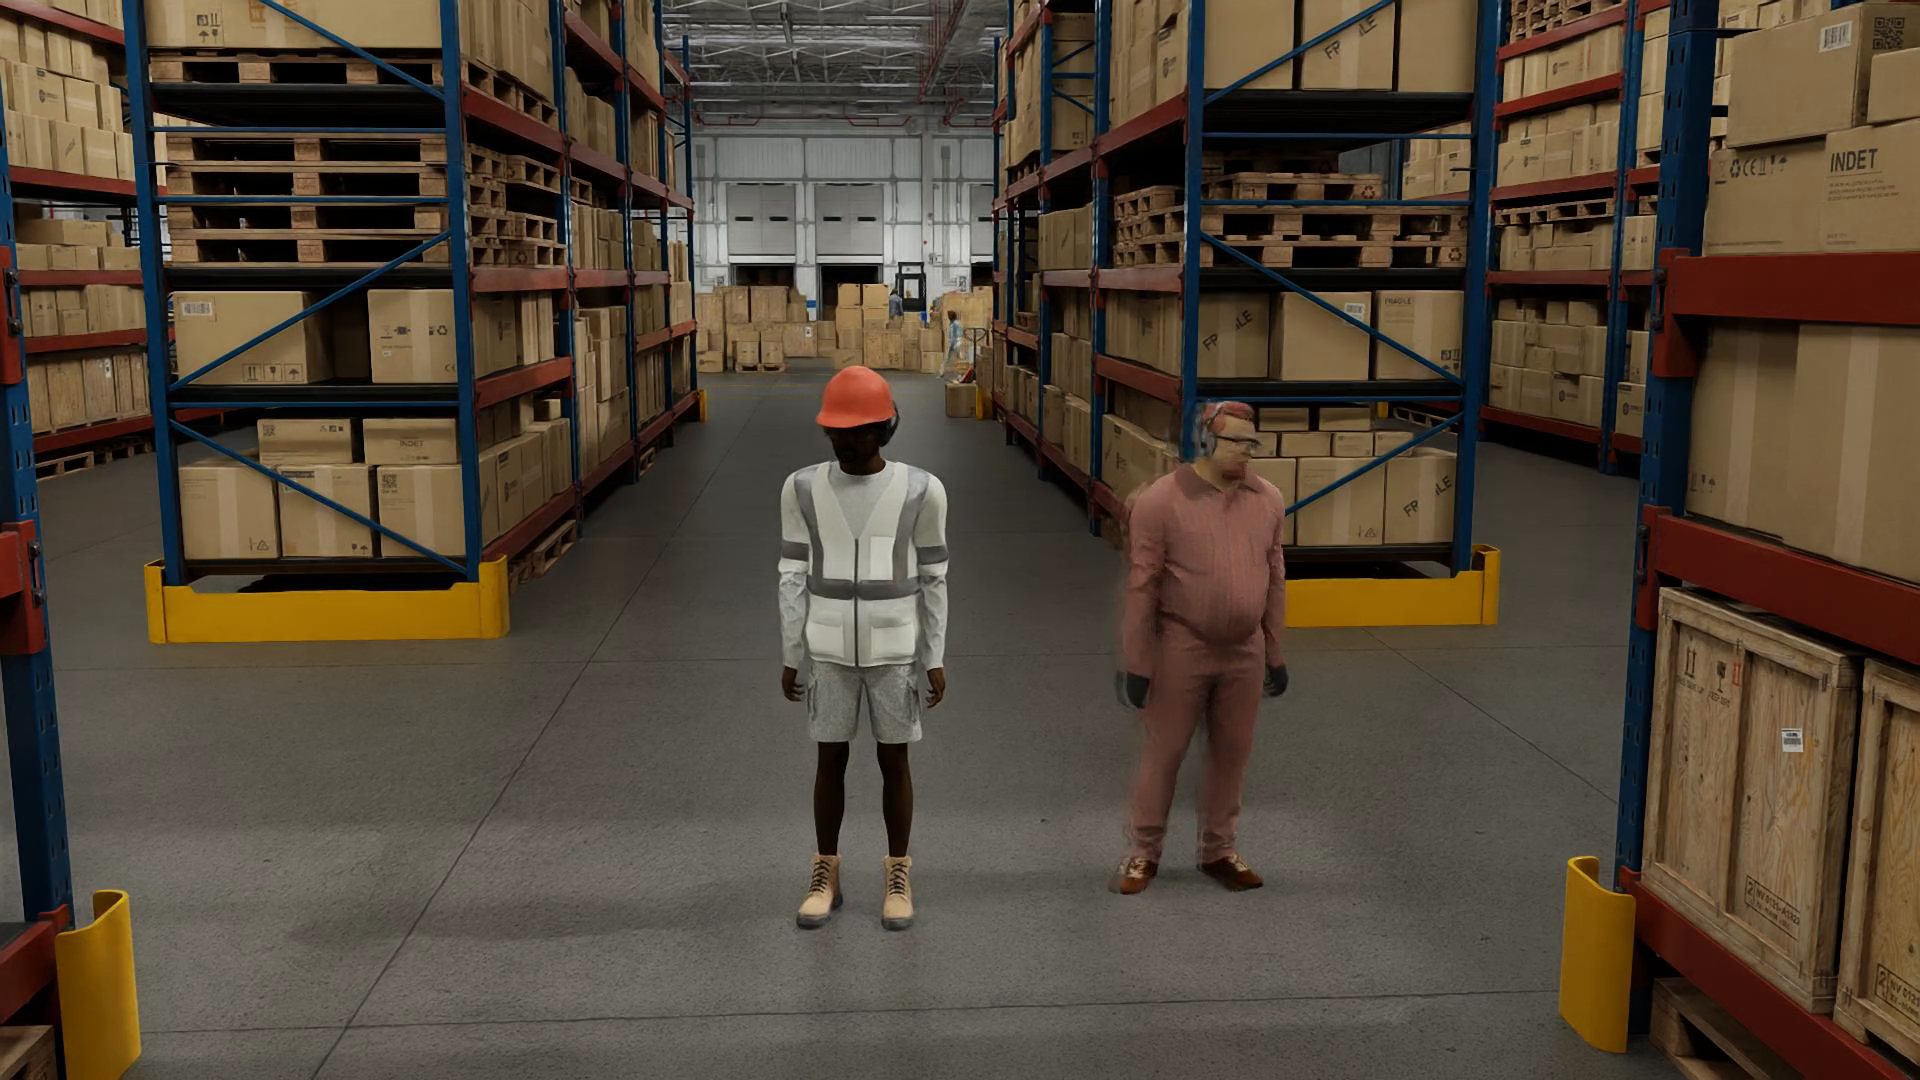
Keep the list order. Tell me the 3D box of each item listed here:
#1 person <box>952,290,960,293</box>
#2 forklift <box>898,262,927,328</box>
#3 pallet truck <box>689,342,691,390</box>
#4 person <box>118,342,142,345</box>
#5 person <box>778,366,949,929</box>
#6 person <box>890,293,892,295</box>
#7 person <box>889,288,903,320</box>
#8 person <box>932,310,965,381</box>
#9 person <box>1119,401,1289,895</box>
[{"bbox_3d":[-0.199,-6.703,50.936,0.543,1.914,0.559,-1,9,-6],"label":"person"},{"bbox_3d":[-1.708,-8.380,58.448,1.129,2.768,1.873,-1,9,-4],"label":"forklift"},{"bbox_3d":[-5.225,-3.008,27.480,1.885,1.965,0.823,2,9,14],"label":"pallet truck"},{"bbox_3d":[-13.930,-2.995,27.897,0.586,1.851,0.927,1,9,7],"label":"person"},{"bbox_3d":[-0.349,0.396,5.968,0.611,2.040,0.393,1,9,6],"label":"person"},{"bbox_3d":[-2.540,-8.448,62.580,0.532,1.697,0.319,0,9,-2],"label":"person"},{"bbox_3d":[-2.289,-7.800,57.807,0.639,1.927,0.387,3,10,19],"label":"person"},{"bbox_3d":[-0.138,-4.309,36.929,0.896,1.590,0.531,-3,9,-17],"label":"person"},{"bbox_3d":[0.907,0.425,6.318,0.753,1.888,0.417,-3,10,-19],"label":"person"}]
